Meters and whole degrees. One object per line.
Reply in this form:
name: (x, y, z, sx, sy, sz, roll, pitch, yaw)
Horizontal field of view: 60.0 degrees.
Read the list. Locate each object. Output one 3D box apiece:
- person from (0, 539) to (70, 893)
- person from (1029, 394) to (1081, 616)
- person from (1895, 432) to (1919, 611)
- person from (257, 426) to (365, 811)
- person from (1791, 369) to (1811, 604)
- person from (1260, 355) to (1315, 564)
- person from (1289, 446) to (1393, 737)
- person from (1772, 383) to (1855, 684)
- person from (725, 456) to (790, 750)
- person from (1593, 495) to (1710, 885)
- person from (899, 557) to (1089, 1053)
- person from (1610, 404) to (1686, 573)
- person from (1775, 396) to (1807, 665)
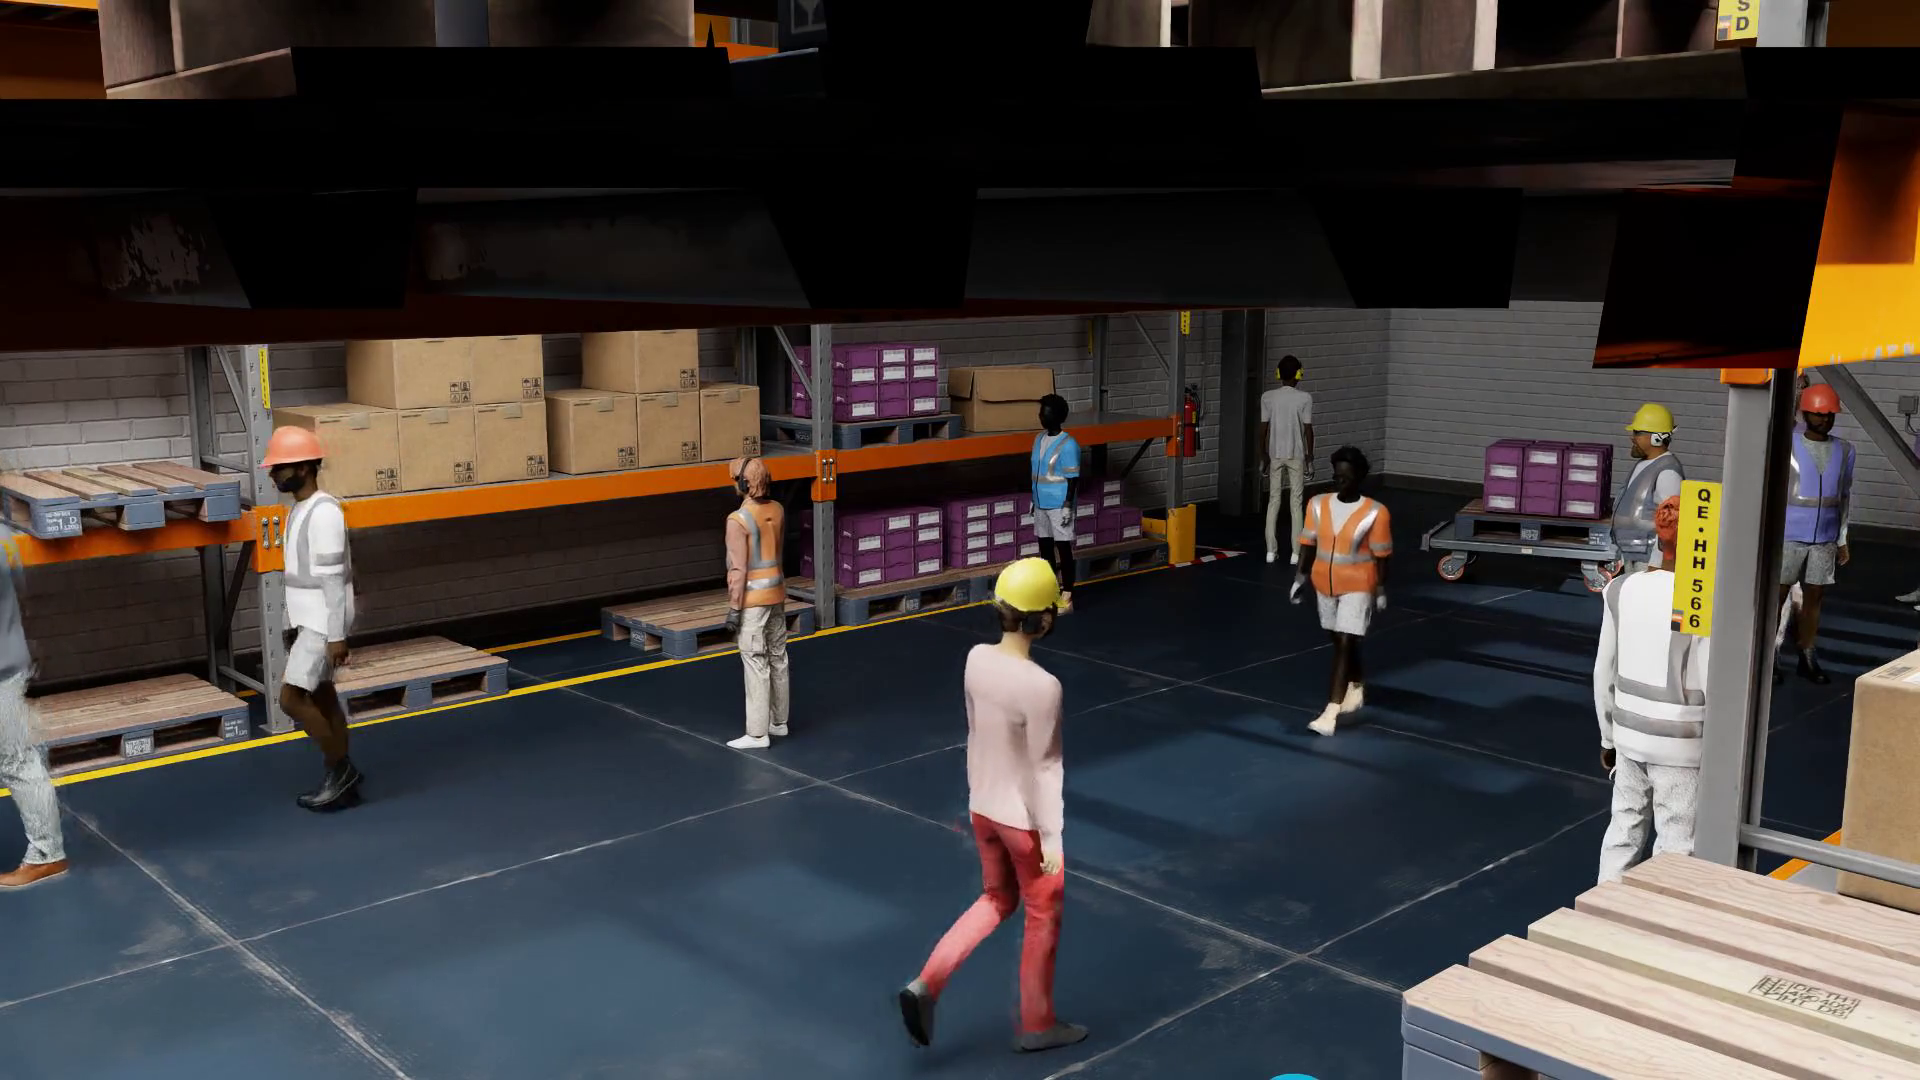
person: (-4.251, 0.602, 7.031, 0.800, 1.908, 0.635, -8, 13, -40)
person: (0.710, -0.271, 12.735, 0.318, 1.697, 0.535, -6, 12, -33)
person: (7.563, -0.397, 12.855, 0.401, 1.910, 0.641, 2, 10, 14)
person: (-3.182, 0.397, 8.167, 0.439, 1.918, 0.573, -7, 12, -34)
person: (6.515, -0.444, 13.219, 0.657, 1.878, 0.757, -4, 11, -24)
person: (2.924, -0.713, 14.838, 0.509, 1.865, 0.329, 5, 11, 28)
person: (2.220, 0.274, 9.675, 0.536, 1.649, 0.889, 9, 13, 42)
person: (5.428, -0.036, 10.648, 0.542, 1.939, 0.362, 0, 10, 2)
person: (-1.132, 0.350, 9.257, 0.314, 1.642, 0.514, 5, 11, 25)
person: (2.574, 0.771, 6.083, 0.337, 1.882, 0.585, -4, 11, -25)
person: (0.135, 0.921, 5.594, 0.620, 1.744, 0.532, -6, 12, -32)
person: (4.262, 0.066, 10.360, 0.403, 1.833, 0.586, 1, 10, 5)
person: (5.552, -0.110, 11.178, 0.728, 1.910, 0.657, -6, 11, -30)
